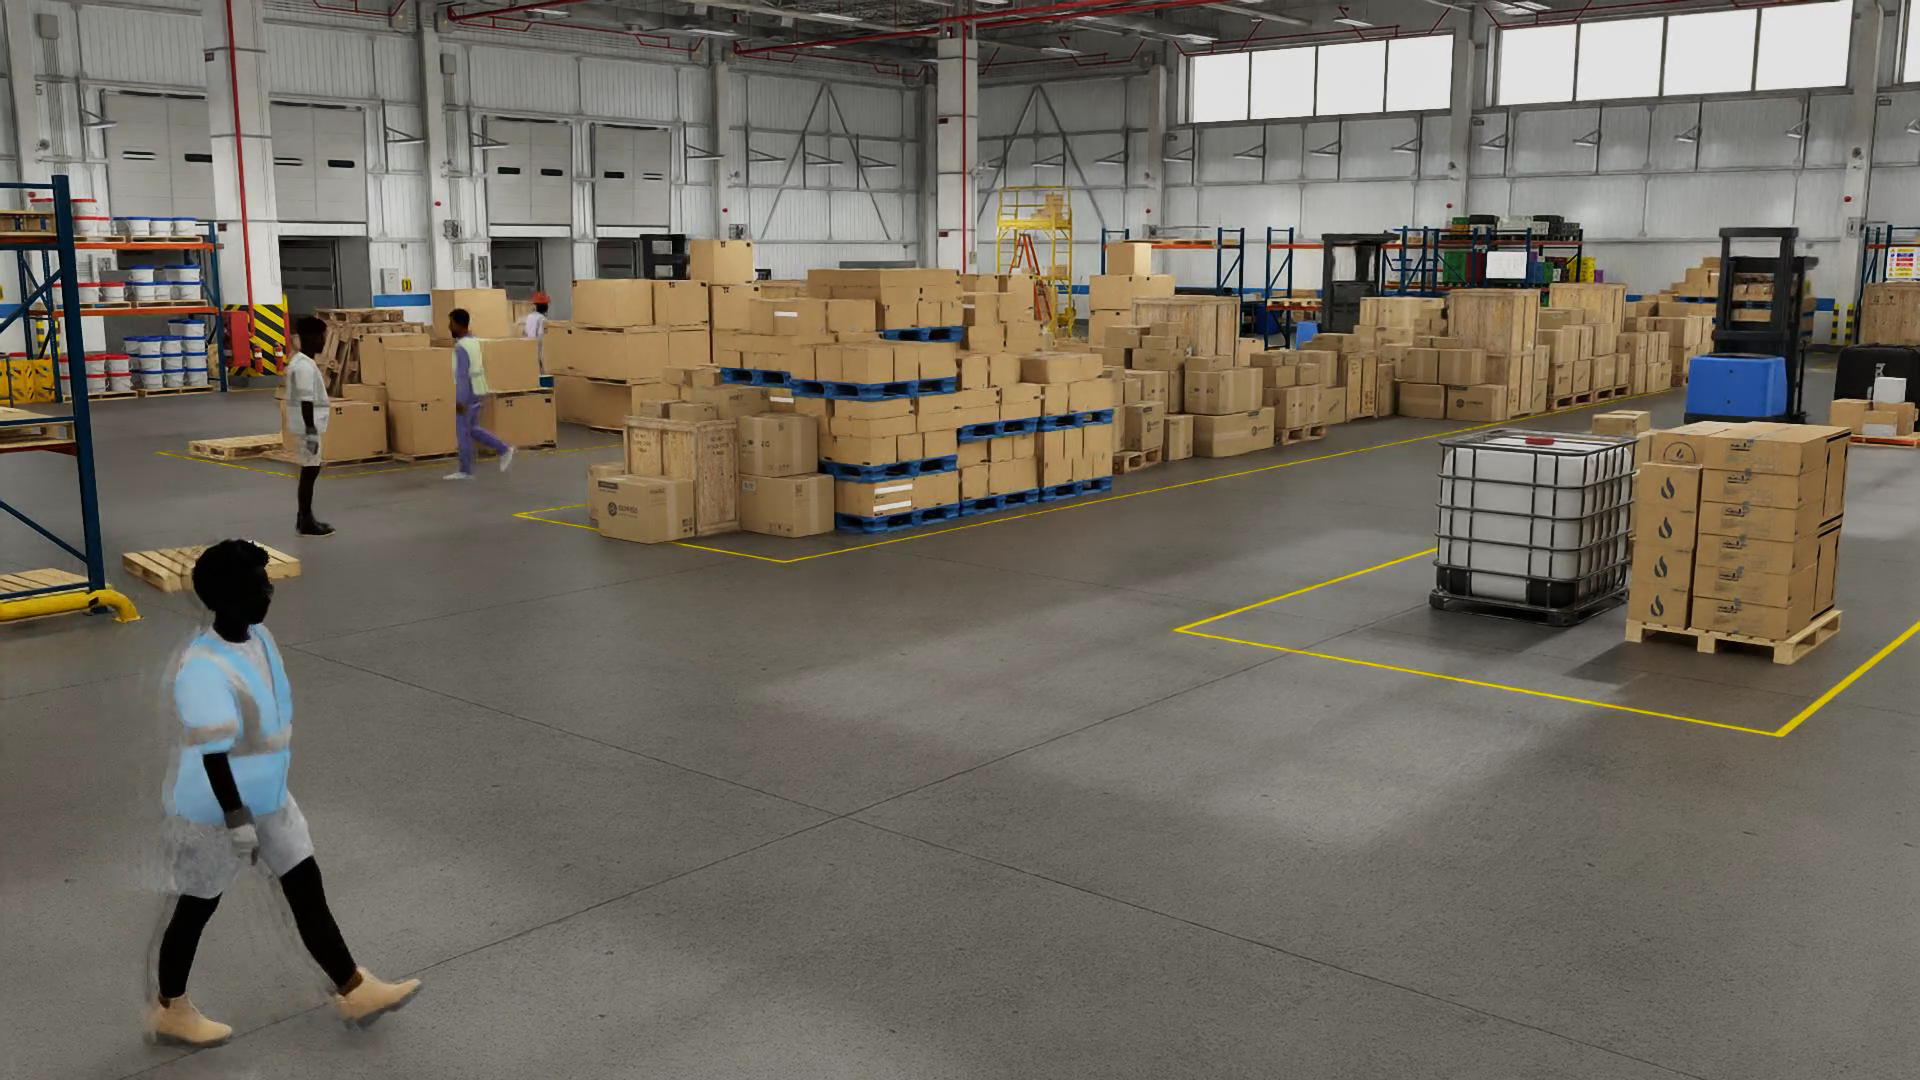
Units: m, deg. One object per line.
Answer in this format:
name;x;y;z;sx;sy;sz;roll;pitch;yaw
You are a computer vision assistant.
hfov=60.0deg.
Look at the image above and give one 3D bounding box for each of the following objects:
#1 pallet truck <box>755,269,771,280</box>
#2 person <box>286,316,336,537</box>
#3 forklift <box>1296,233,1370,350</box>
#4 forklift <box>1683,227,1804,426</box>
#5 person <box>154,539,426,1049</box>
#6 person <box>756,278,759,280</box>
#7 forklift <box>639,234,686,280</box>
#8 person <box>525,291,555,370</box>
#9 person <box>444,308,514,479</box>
pallet truck;-4.996;-6.432;45.525;1.885;1.965;0.823;-6;12;-32
person;-5.745;-0.995;14.713;0.393;1.956;0.661;-5;11;-24
forklift;7.467;-4.563;32.374;1.129;2.768;1.873;-3;11;-19
forklift;10.798;-2.869;22.727;1.129;2.768;1.873;8;13;40
person;-2.195;0.815;5.228;0.873;1.644;0.551;0;10;3
person;-6.150;-7.230;51.076;0.308;1.645;0.514;-3;10;-16
forklift;-5.951;-4.756;33.470;1.873;2.768;1.129;8;13;40
person;-6.470;-2.829;25.305;0.539;1.907;0.939;8;13;38
person;-5.353;-1.602;18.343;0.652;1.898;0.597;-1;10;-4
